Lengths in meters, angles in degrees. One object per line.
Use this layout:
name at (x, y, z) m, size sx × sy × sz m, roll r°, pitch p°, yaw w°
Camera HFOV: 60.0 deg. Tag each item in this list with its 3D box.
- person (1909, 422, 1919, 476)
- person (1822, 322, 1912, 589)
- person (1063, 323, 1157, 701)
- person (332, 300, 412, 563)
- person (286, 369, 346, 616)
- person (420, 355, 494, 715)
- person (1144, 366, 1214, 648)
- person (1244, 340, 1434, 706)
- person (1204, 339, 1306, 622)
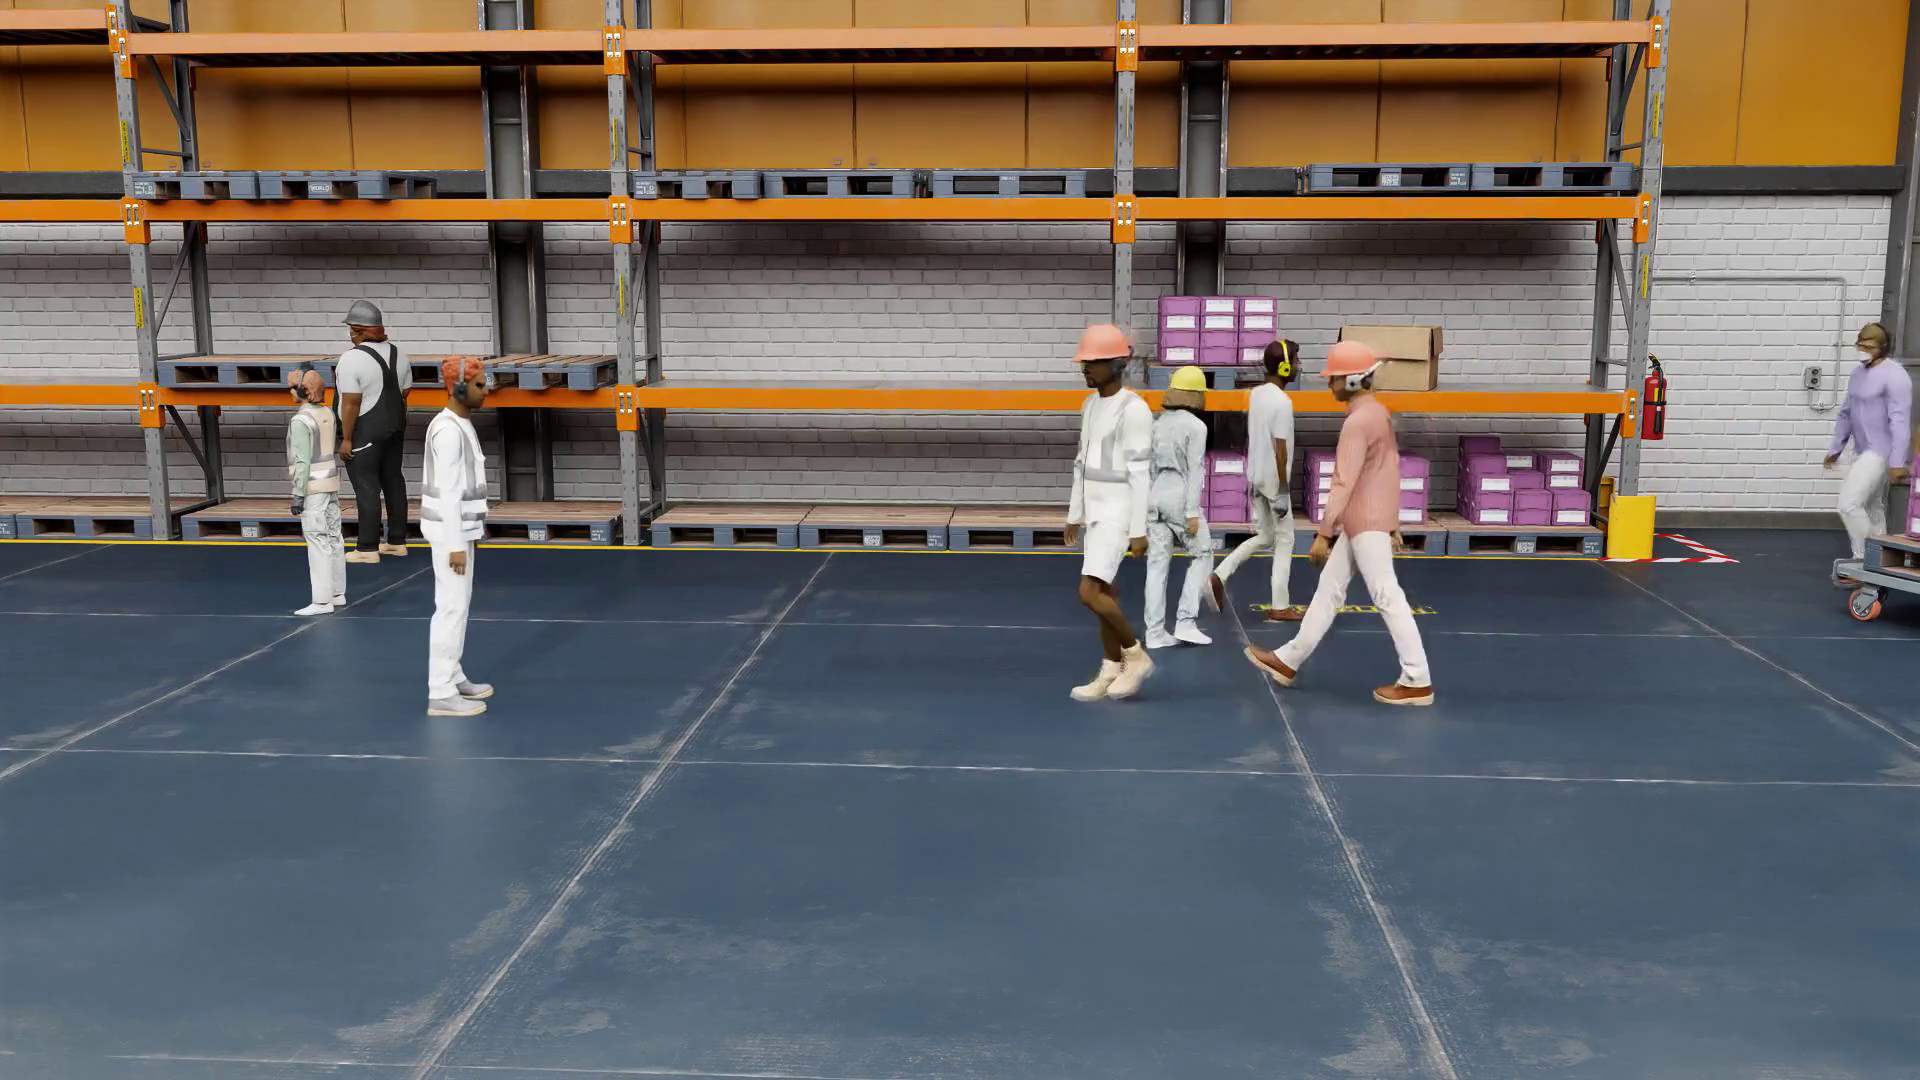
person at (7.295, -0.600, 12.174) m, size 0.448 × 1.821 × 0.617 m, roll -3°, pitch 10°, yaw -17°
person at (6.443, -0.593, 11.868) m, size 0.572 × 1.912 × 0.707 m, roll 1°, pitch 10°, yaw 7°
person at (0.757, -0.129, 8.831) m, size 0.421 × 2.025 × 0.617 m, roll -3°, pitch 10°, yaw -18°
person at (-4.635, -0.849, 13.008) m, size 0.538 × 2.000 × 0.686 m, roll 4°, pitch 10°, yaw 22°
person at (-4.287, -0.316, 11.060) m, size 0.309 × 1.641 × 0.514 m, roll 0°, pitch 10°, yaw 3°
person at (-2.628, -0.029, 8.726) m, size 0.370 × 1.872 × 0.587 m, roll -2°, pitch 10°, yaw -9°
person at (1.337, -0.194, 10.100) m, size 0.524 × 1.714 × 0.514 m, roll -7°, pitch 12°, yaw -35°
person at (2.059, -0.087, 8.856) m, size 1.083 × 1.925 × 0.630 m, roll 4°, pitch 10°, yaw 21°
person at (1.941, -0.370, 10.744) m, size 0.664 × 1.856 × 0.520 m, roll -3°, pitch 10°, yaw -18°
